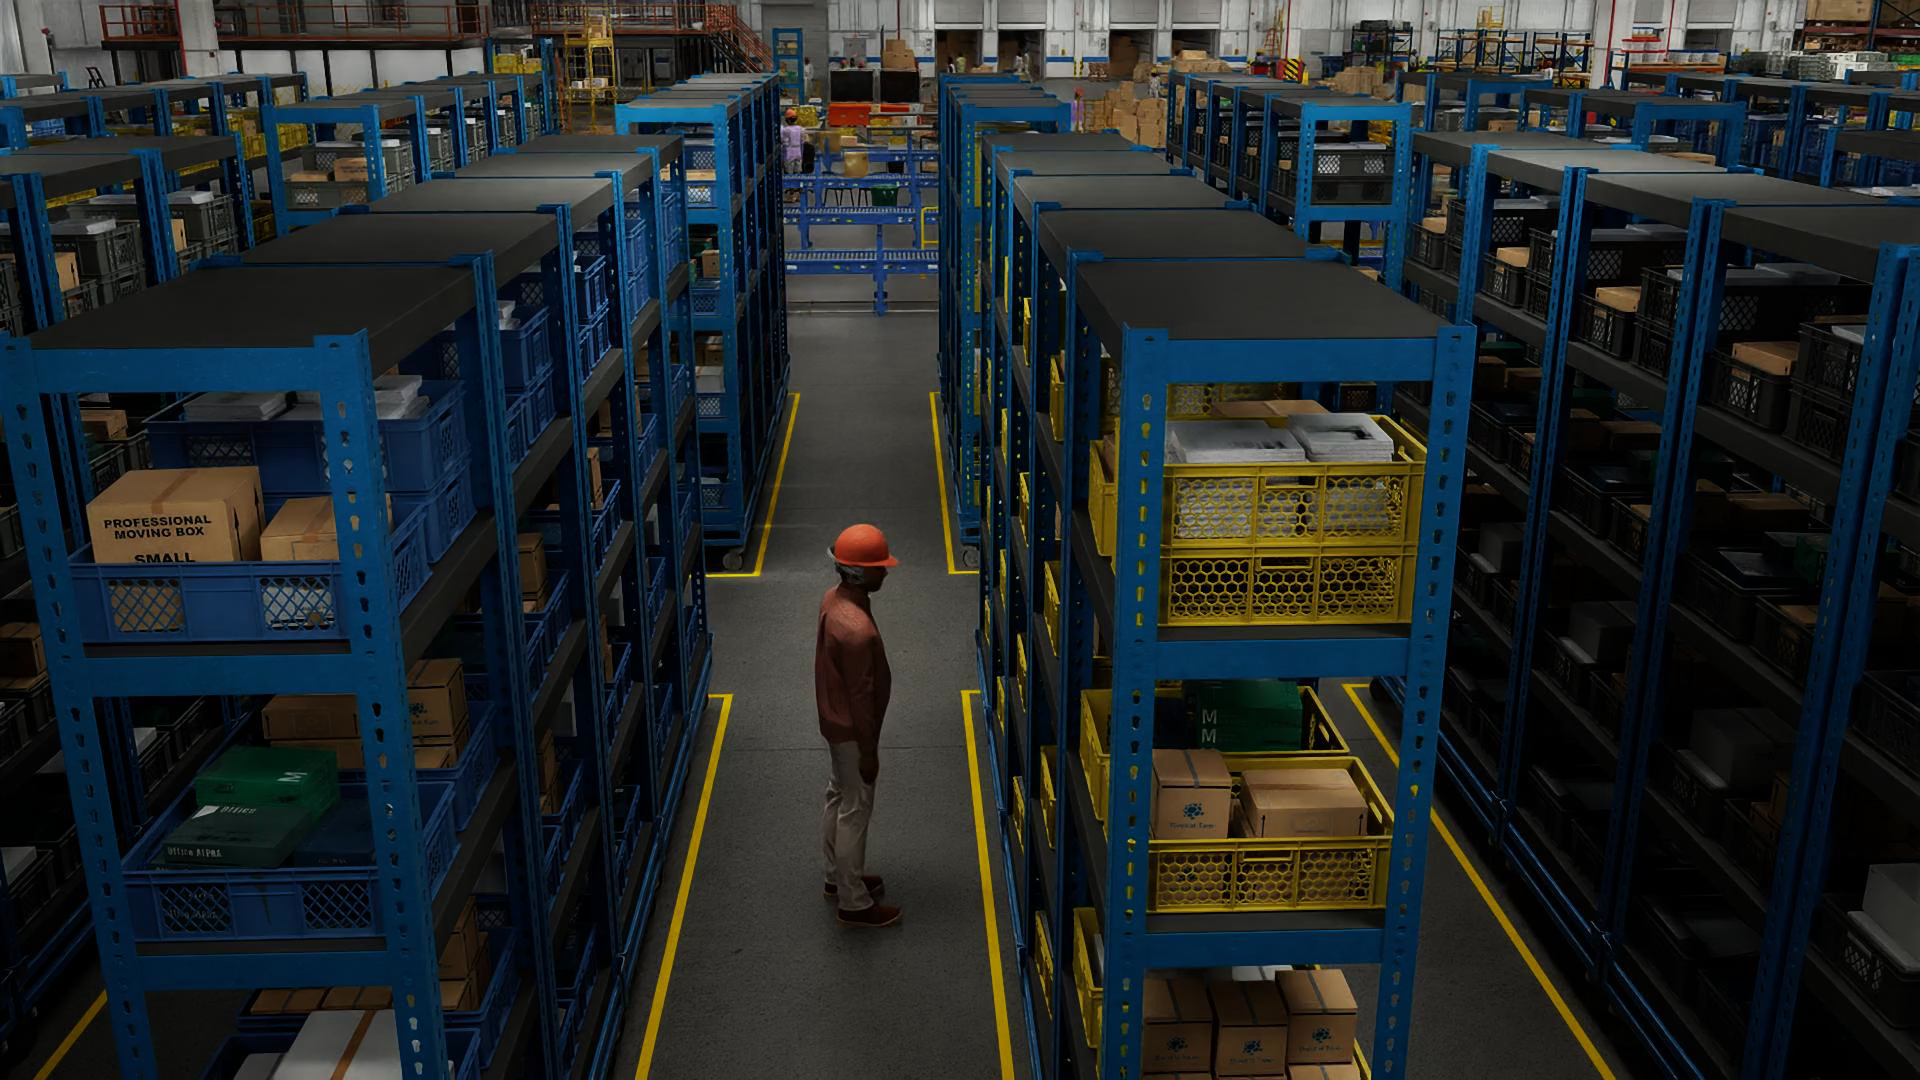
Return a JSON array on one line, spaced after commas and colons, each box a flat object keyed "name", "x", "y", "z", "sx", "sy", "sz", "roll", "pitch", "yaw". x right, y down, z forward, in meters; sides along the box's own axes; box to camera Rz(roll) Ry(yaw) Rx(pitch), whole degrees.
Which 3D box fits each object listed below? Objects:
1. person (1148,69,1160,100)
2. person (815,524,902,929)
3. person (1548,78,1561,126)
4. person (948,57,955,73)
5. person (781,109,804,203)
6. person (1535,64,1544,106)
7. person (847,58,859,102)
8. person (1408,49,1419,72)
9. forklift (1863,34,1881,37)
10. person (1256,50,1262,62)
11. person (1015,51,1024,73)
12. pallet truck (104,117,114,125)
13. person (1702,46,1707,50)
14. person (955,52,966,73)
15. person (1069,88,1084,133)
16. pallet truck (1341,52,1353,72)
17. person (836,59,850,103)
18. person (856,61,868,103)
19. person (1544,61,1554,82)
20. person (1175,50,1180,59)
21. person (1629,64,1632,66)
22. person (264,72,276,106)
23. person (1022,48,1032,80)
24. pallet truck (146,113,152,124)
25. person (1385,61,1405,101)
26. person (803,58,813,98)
[{"name": "person", "x": 7.853, "y": -18.205, "z": 67.420, "sx": 0.494, "sy": 1.743, "sz": 0.304, "roll": 4, "pitch": 18, "yaw": 12}, {"name": "person", "x": -0.487, "y": 0.880, "z": 7.961, "sx": 0.395, "sy": 1.990, "sz": 0.619, "roll": -5, "pitch": 19, "yaw": -15}, {"name": "person", "x": 21.217, "y": -15.589, "z": 59.342, "sx": 0.551, "sy": 1.717, "sz": 0.886, "roll": 8, "pitch": 19, "yaw": 23}, {"name": "person", "x": -0.379, "y": -21.193, "z": 76.387, "sx": 0.371, "sy": 1.916, "sz": 0.597, "roll": 3, "pitch": 18, "yaw": 8}, {"name": "person", "x": -3.740, "y": -8.529, "z": 36.996, "sx": 0.375, "sy": 2.044, "sz": 0.605, "roll": 17, "pitch": 24, "yaw": 41}, {"name": "person", "x": 24.087, "y": -18.862, "z": 69.277, "sx": 0.526, "sy": 1.859, "sz": 0.316, "roll": -10, "pitch": 20, "yaw": -28}, {"name": "person", "x": -4.831, "y": -20.705, "z": 74.876, "sx": 0.591, "sy": 1.919, "sz": 0.392, "roll": 5, "pitch": 19, "yaw": 14}, {"name": "person", "x": 23.353, "y": -24.250, "z": 85.648, "sx": 0.535, "sy": 2.000, "sz": 0.698, "roll": 0, "pitch": 18, "yaw": 0}, {"name": "forklift", "x": 44.131, "y": -23.197, "z": 81.047, "sx": 1.129, "sy": 2.768, "sz": 1.873, "roll": -1, "pitch": 18, "yaw": -2}, {"name": "person", "x": 15.971, "y": -25.443, "z": 89.594, "sx": 1.003, "sy": 1.873, "sz": 0.604, "roll": -1, "pitch": 18, "yaw": -3}, {"name": "person", "x": 3.132, "y": -25.461, "z": 89.769, "sx": 0.883, "sy": 1.813, "sz": 0.618, "roll": 9, "pitch": 20, "yaw": 26}, {"name": "pallet truck", "x": -18.367, "y": -7.885, "z": 35.078, "sx": 1.885, "sy": 1.965, "sz": 0.823, "roll": 1, "pitch": 18, "yaw": 2}, {"name": "person", "x": 42.198, "y": -27.062, "z": 94.538, "sx": 0.385, "sy": 1.922, "sz": 0.594, "roll": -7, "pitch": 19, "yaw": -21}, {"name": "person", "x": 0.016, "y": -24.664, "z": 87.265, "sx": 0.659, "sy": 1.829, "sz": 0.450, "roll": -11, "pitch": 21, "yaw": -31}, {"name": "person", "x": 3.438, "y": -12.341, "z": 49.043, "sx": 0.569, "sy": 1.875, "sz": 0.943, "roll": -1, "pitch": 18, "yaw": -3}, {"name": "pallet truck", "x": 18.794, "y": -23.123, "z": 82.231, "sx": 0.823, "sy": 1.965, "sz": 1.885, "roll": -13, "pitch": 22, "yaw": -35}, {"name": "person", "x": -5.039, "y": -19.647, "z": 71.508, "sx": 0.634, "sy": 1.973, "sz": 0.617, "roll": -9, "pitch": 20, "yaw": -25}, {"name": "person", "x": -4.185, "y": -19.426, "z": 70.926, "sx": 0.562, "sy": 1.918, "sz": 0.446, "roll": -10, "pitch": 21, "yaw": -29}, {"name": "person", "x": 25.412, "y": -19.744, "z": 71.960, "sx": 0.355, "sy": 1.883, "sz": 0.574, "roll": 17, "pitch": 24, "yaw": 42}, {"name": "person", "x": 11.700, "y": -25.364, "z": 89.413, "sx": 0.377, "sy": 1.852, "sz": 0.511, "roll": -7, "pitch": 19, "yaw": -20}, {"name": "person", "x": 32.172, "y": -22.514, "z": 80.453, "sx": 0.629, "sy": 1.932, "sz": 0.377, "roll": -1, "pitch": 18, "yaw": -3}, {"name": "person", "x": -25.557, "y": -16.352, "z": 61.525, "sx": 0.508, "sy": 1.842, "sz": 0.332, "roll": -8, "pitch": 20, "yaw": -24}, {"name": "person", "x": 3.566, "y": -26.079, "z": 91.546, "sx": 0.997, "sy": 1.898, "sz": 0.619, "roll": 5, "pitch": 19, "yaw": 15}, {"name": "pallet truck", "x": -18.087, "y": -8.309, "z": 36.390, "sx": 1.885, "sy": 1.965, "sz": 0.823, "roll": -1, "pitch": 18, "yaw": -4}, {"name": "person", "x": 18.672, "y": -19.496, "z": 71.158, "sx": 0.785, "sy": 1.917, "sz": 0.551, "roll": 7, "pitch": 19, "yaw": 21}, {"name": "person", "x": -7.127, "y": -21.712, "z": 78.115, "sx": 0.582, "sy": 1.853, "sz": 0.933, "roll": 4, "pitch": 18, "yaw": 12}]
